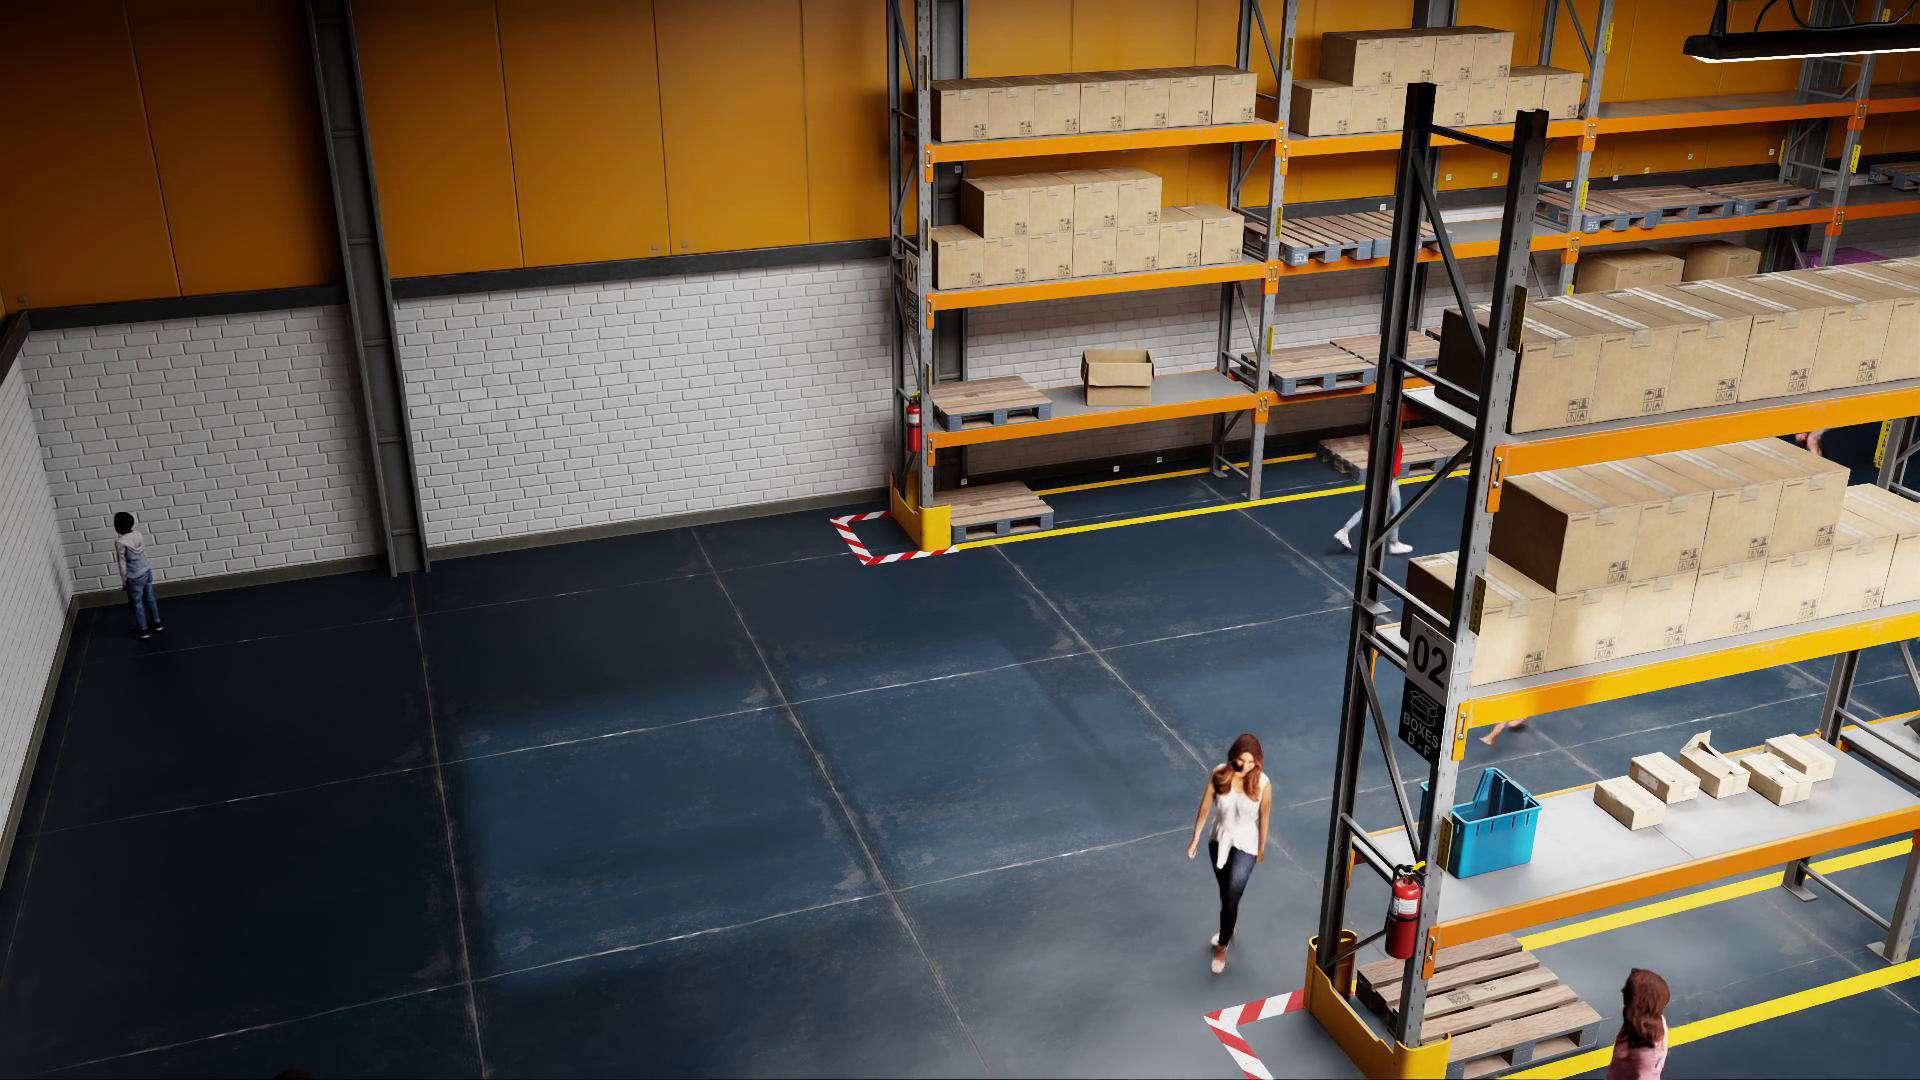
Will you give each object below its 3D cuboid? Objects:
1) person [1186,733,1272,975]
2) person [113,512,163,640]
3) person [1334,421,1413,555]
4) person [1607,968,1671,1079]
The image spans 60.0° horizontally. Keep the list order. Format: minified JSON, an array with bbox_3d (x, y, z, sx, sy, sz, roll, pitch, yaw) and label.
[{"bbox_3d":[1.903,2.032,11.345,0.846,1.758,0.927,16,28,33],"label":"person"},{"bbox_3d":[-7.879,0.319,15.887,0.608,1.258,0.557,7,25,15],"label":"person"},{"bbox_3d":[4.384,-0.619,17.515,1.133,1.673,0.791,-3,24,-6],"label":"person"},{"bbox_3d":[3.663,3.097,8.877,0.825,1.784,0.763,11,26,24],"label":"person"}]
